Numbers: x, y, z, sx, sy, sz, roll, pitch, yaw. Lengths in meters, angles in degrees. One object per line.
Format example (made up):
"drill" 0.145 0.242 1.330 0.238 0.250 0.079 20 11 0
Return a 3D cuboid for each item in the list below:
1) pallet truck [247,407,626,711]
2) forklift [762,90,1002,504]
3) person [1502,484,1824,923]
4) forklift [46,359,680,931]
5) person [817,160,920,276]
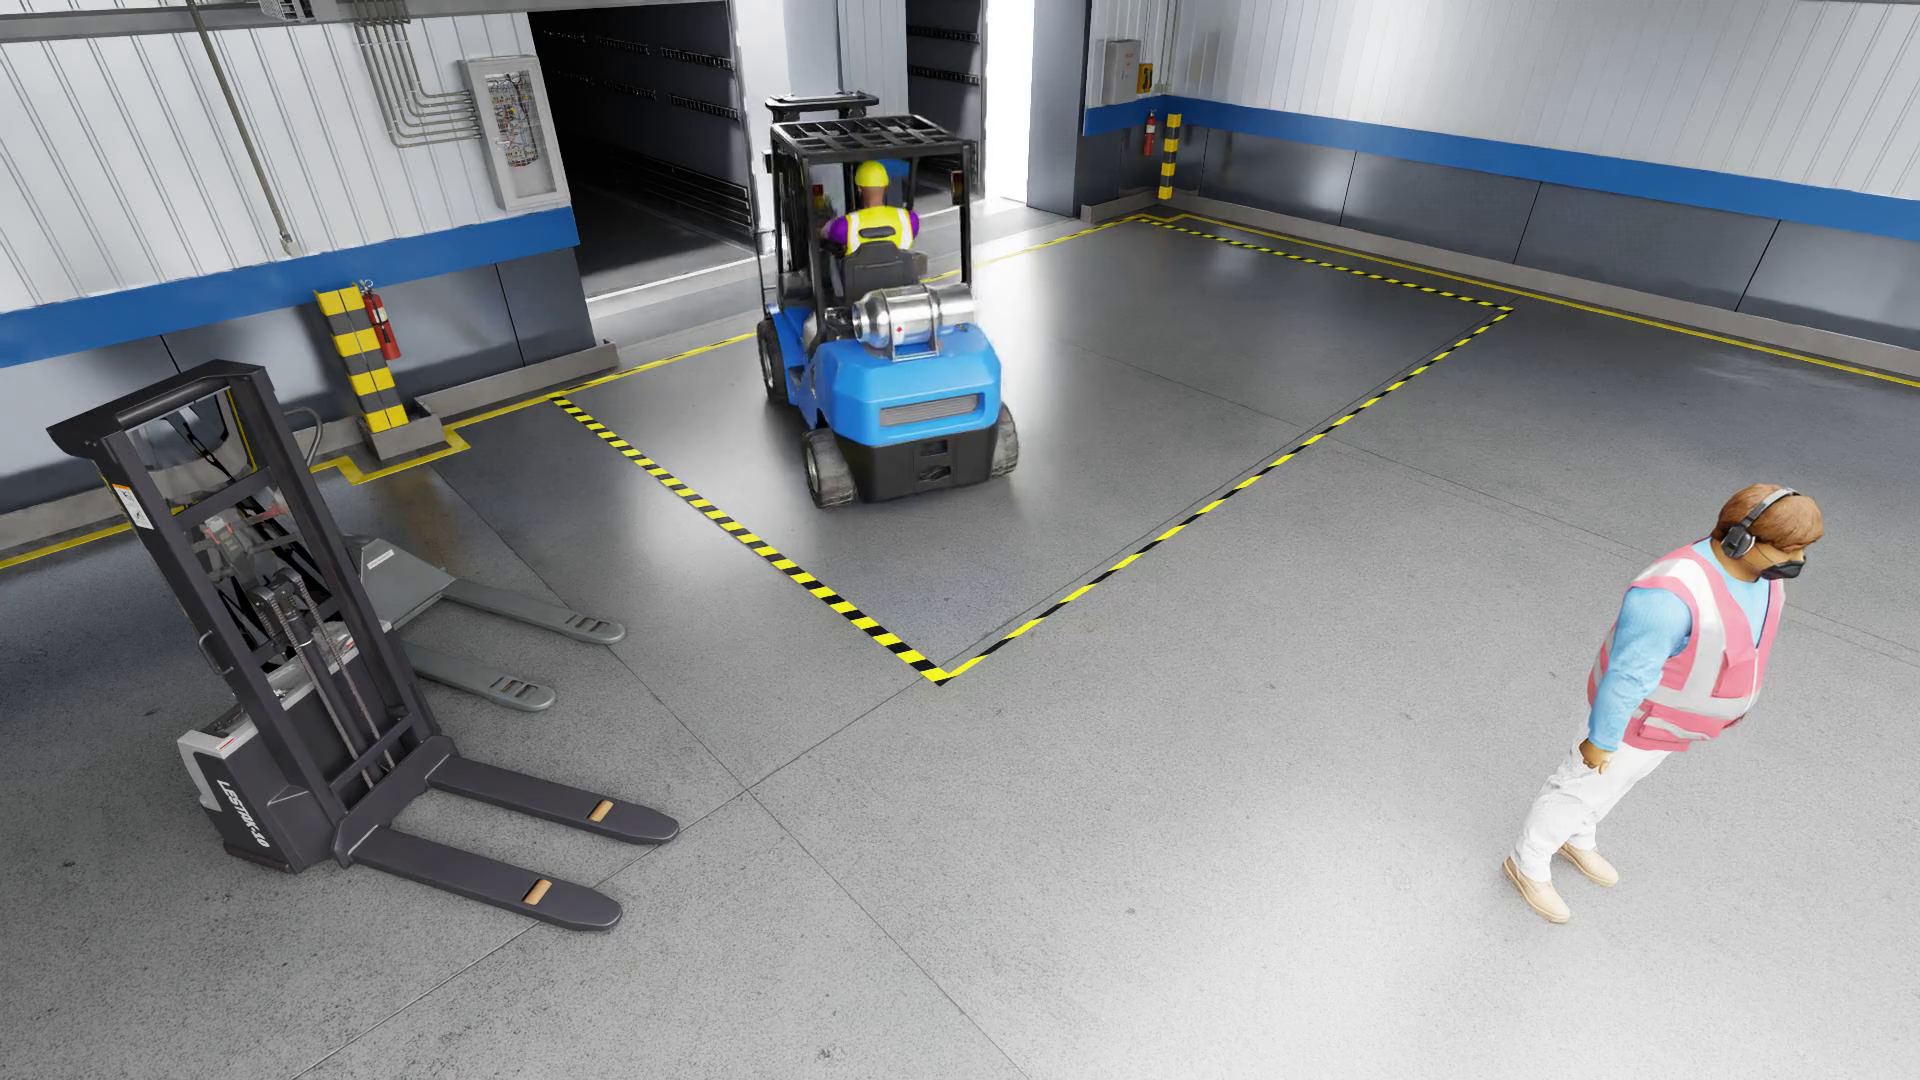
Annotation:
"pallet truck" -2.628 0.038 4.590 1.601 1.201 0.680 12 36 18
"forklift" -0.627 -1.775 6.268 1.157 2.036 2.680 -12 36 -17
"person" 2.430 0.609 3.217 0.632 1.840 0.429 -17 38 -23
"forklift" -2.135 0.422 3.354 1.885 1.965 0.823 10 35 14
"person" -0.638 -1.963 6.212 0.630 1.294 1.004 -12 36 -17
